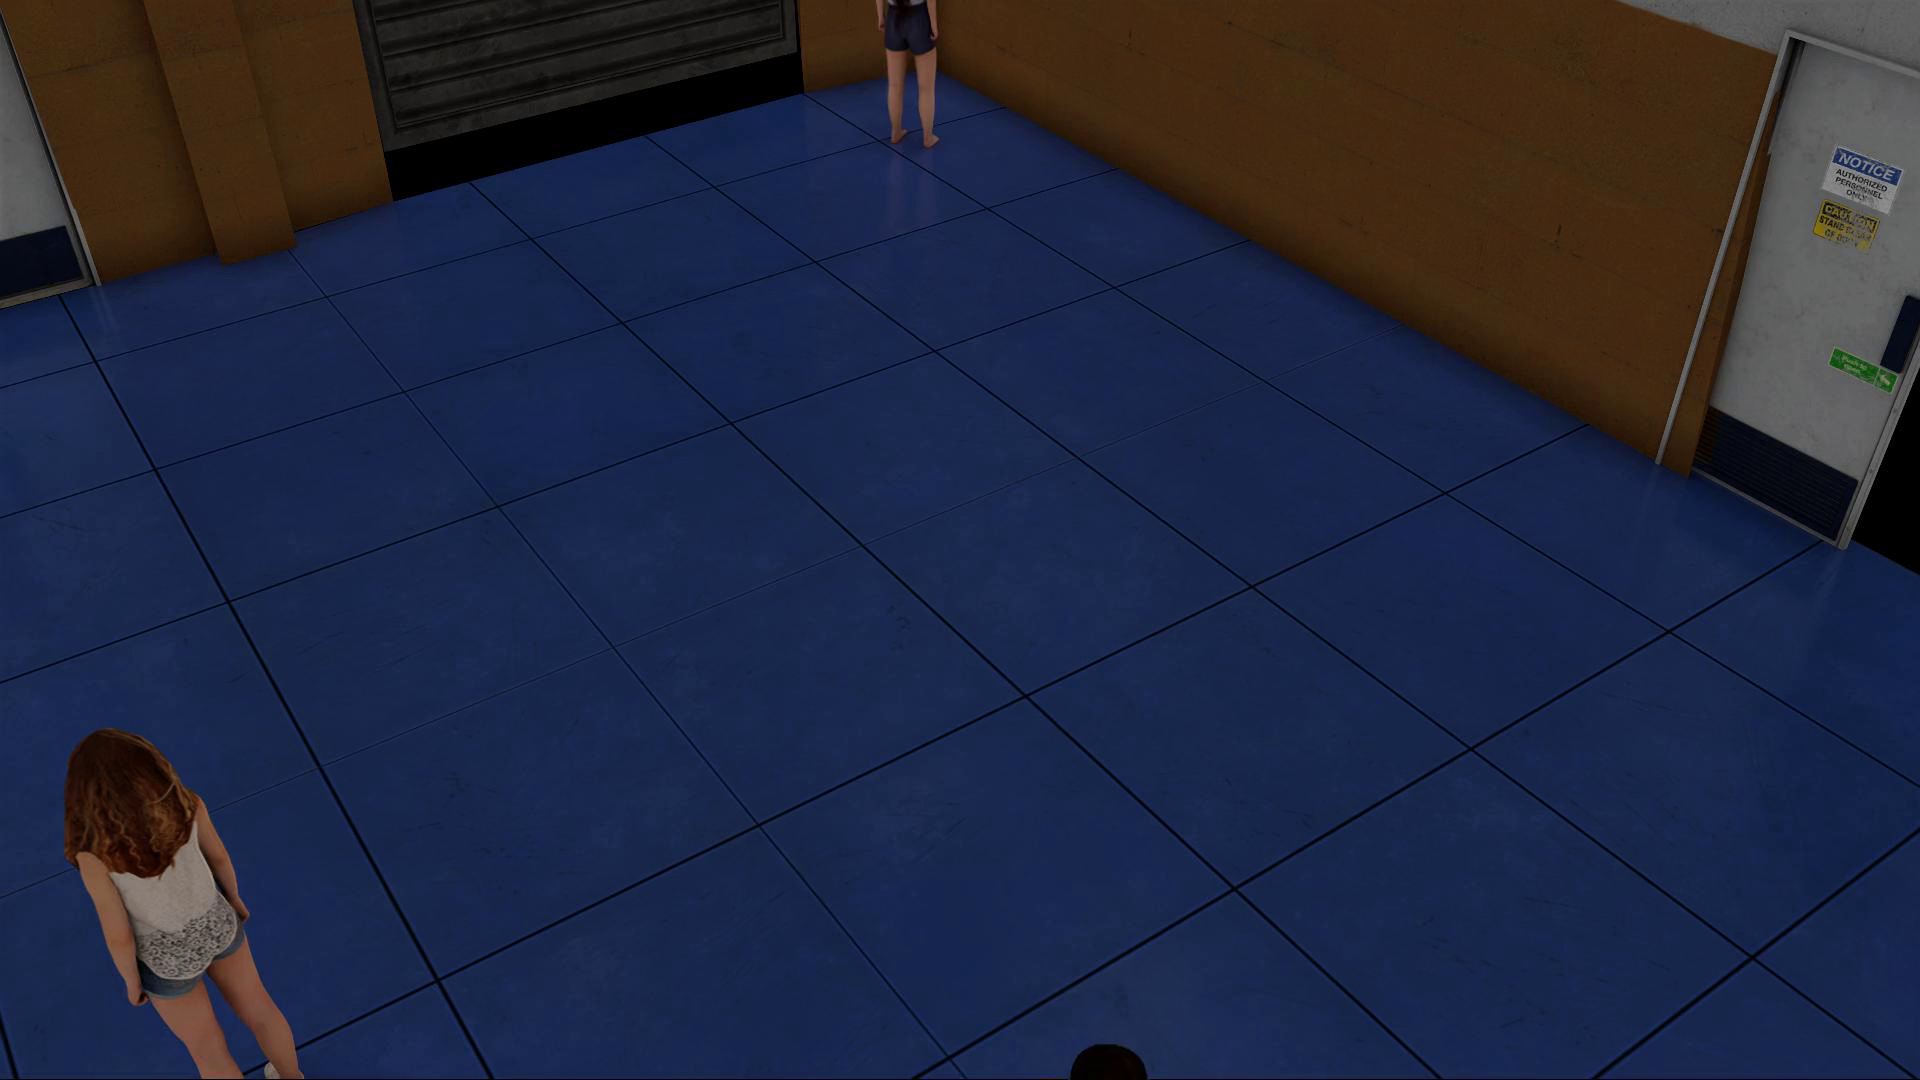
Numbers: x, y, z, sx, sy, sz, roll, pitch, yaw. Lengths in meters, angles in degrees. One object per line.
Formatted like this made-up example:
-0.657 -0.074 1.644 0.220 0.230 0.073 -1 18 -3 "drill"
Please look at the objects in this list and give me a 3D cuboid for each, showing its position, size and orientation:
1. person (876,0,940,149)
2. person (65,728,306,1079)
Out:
-0.366 -3.492 11.428 0.684 1.647 0.719 11 38 14 "person"
-2.314 1.241 5.029 0.696 1.759 0.574 22 42 26 "person"
